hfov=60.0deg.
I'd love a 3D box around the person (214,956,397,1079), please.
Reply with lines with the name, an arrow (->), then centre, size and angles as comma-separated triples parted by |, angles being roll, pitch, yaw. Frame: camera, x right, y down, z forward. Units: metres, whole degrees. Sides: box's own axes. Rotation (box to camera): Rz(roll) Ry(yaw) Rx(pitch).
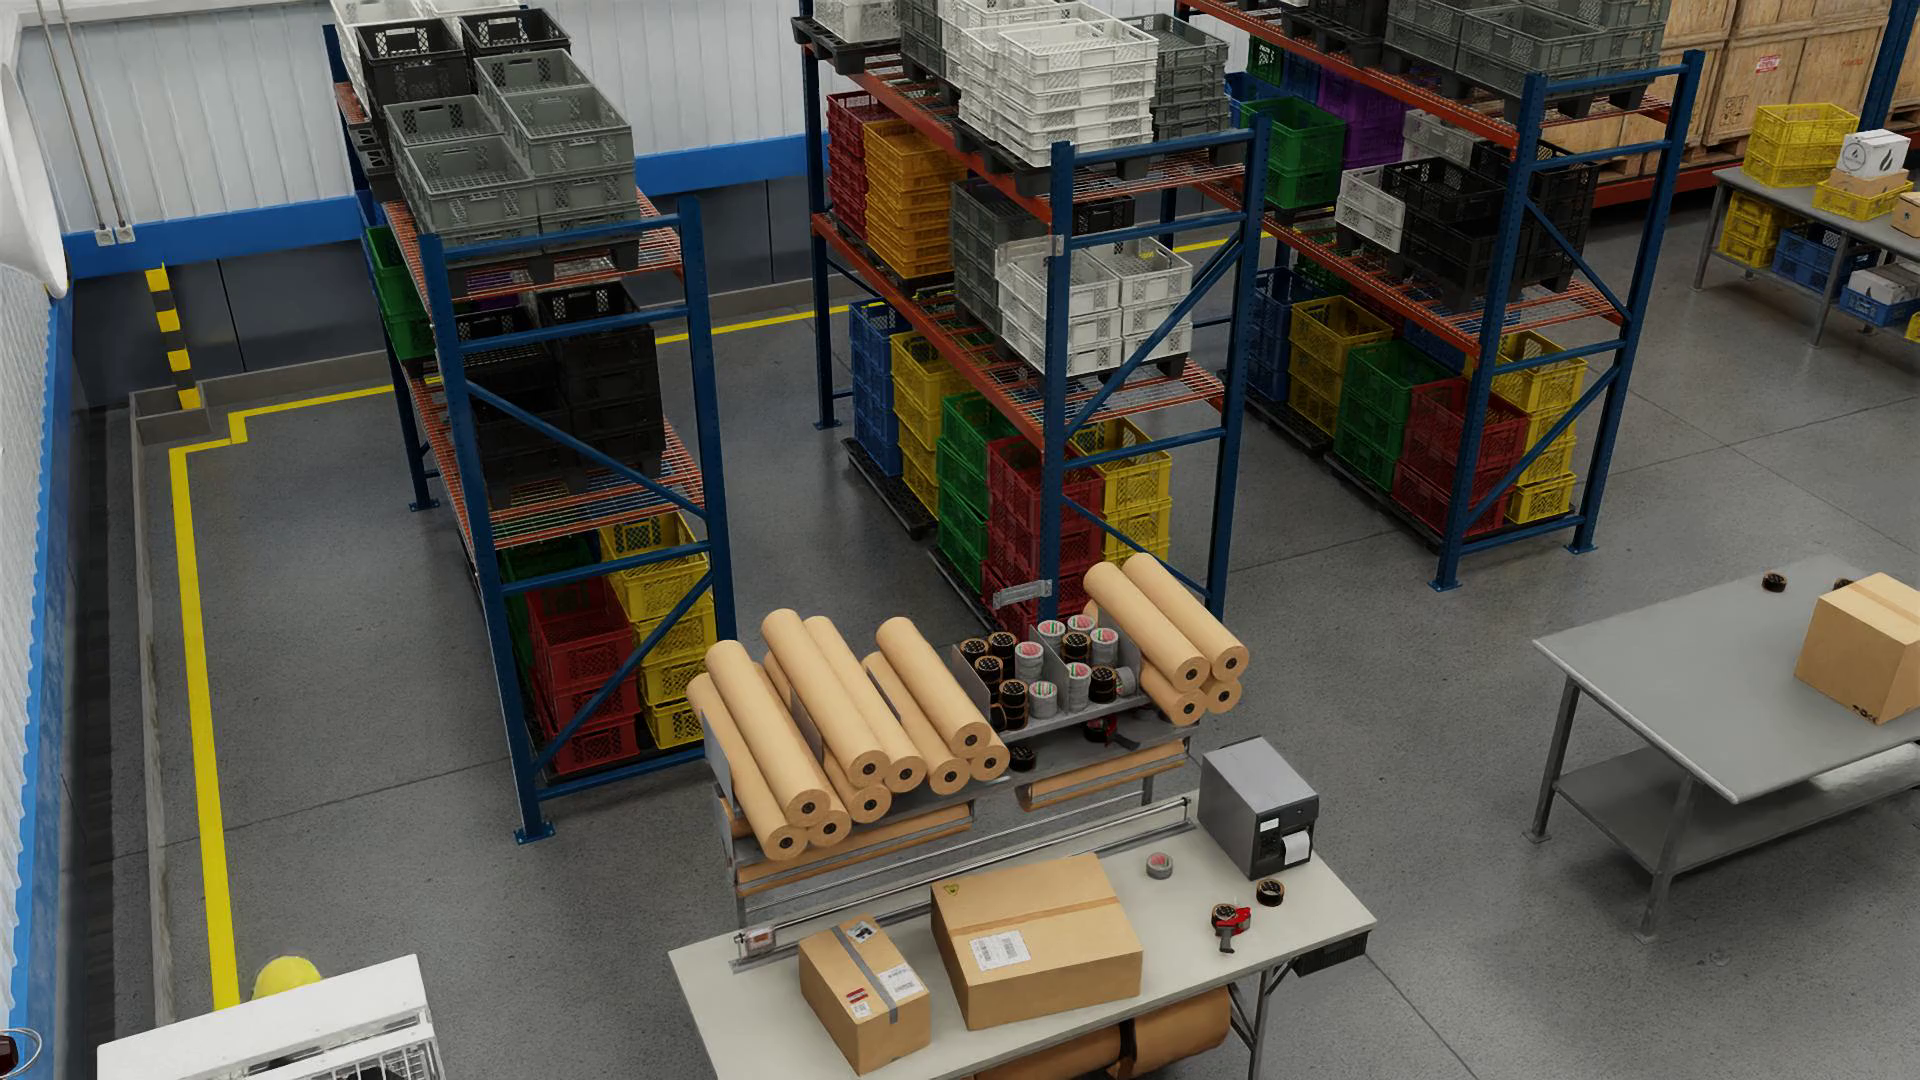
person -> -2.050, 1.974, 5.364 | 0.538, 1.756, 0.639 | -18, 36, -27
